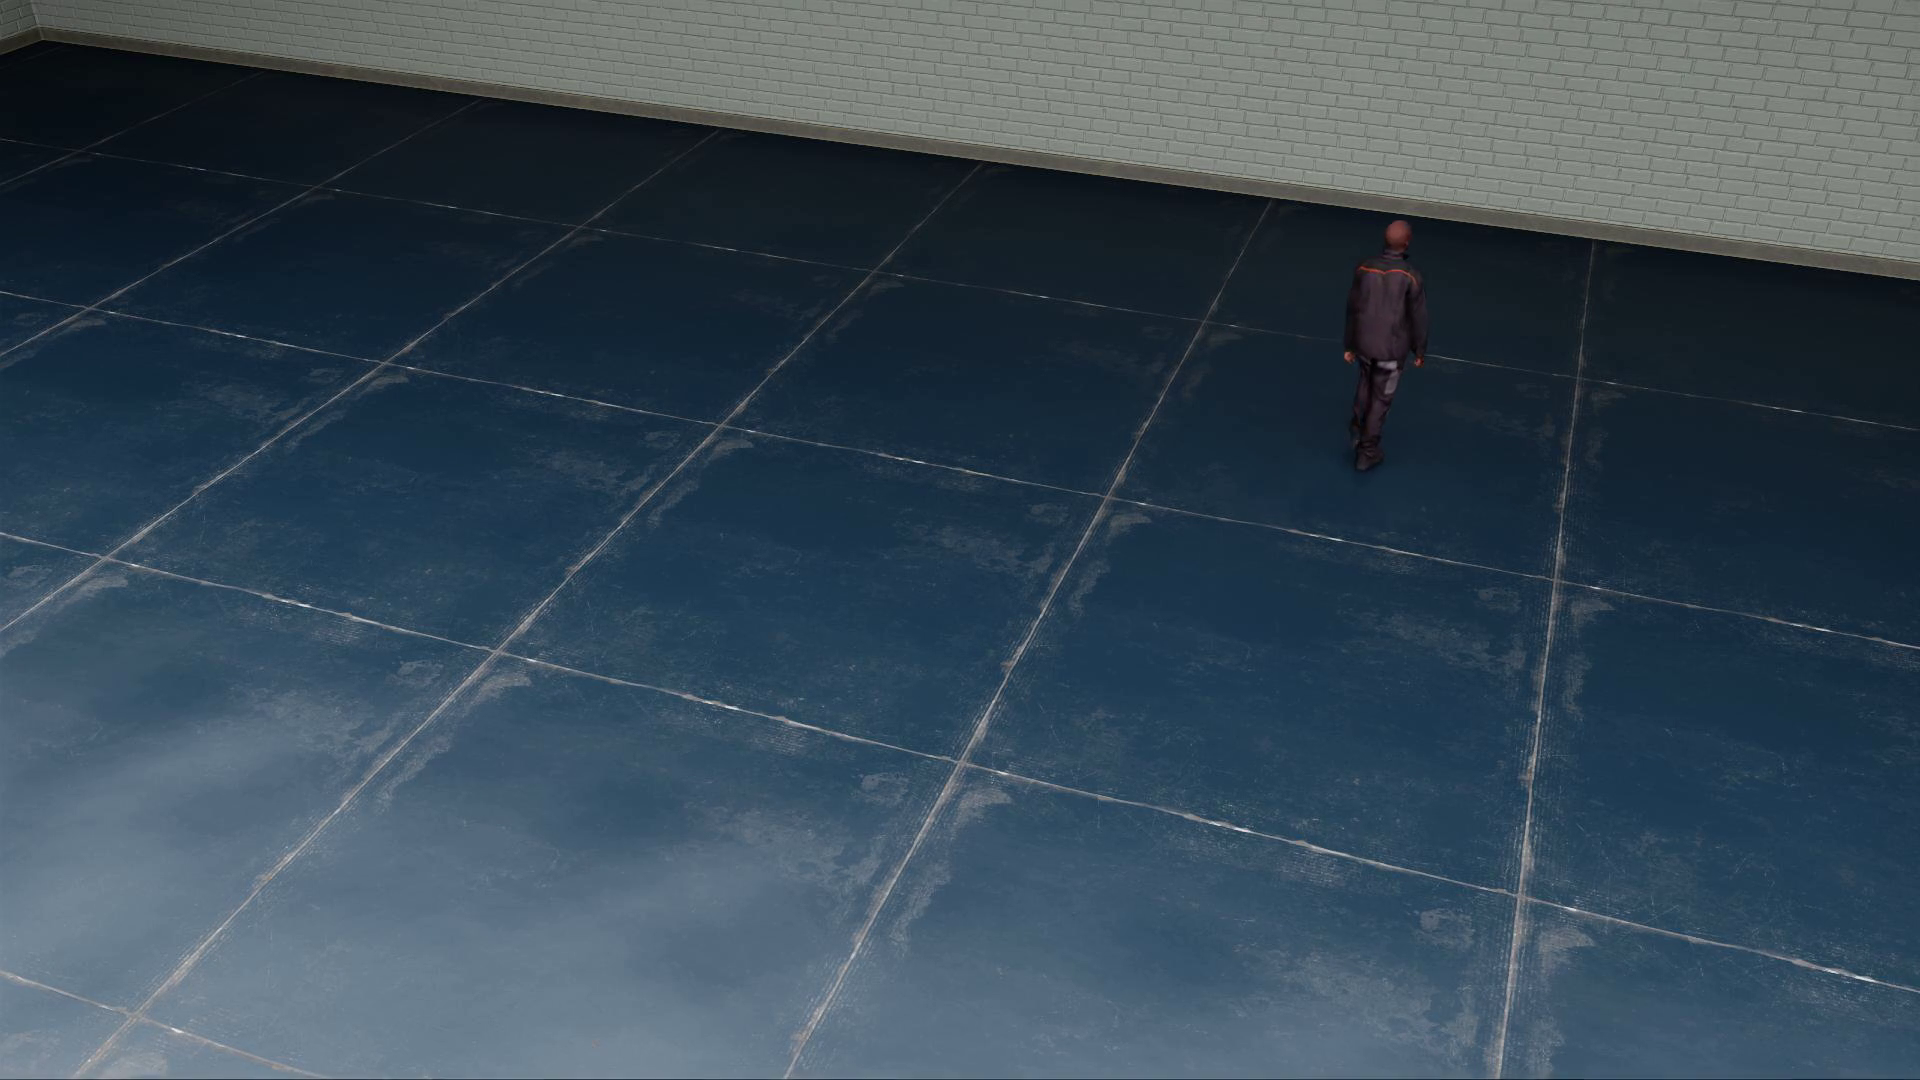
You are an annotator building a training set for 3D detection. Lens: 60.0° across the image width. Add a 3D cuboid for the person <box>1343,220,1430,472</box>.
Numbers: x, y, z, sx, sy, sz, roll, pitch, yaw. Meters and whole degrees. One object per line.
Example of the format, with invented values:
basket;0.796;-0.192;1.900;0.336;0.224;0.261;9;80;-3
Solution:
person;2.871;-1.310;11.487;0.823;1.810;0.848;26;41;34
